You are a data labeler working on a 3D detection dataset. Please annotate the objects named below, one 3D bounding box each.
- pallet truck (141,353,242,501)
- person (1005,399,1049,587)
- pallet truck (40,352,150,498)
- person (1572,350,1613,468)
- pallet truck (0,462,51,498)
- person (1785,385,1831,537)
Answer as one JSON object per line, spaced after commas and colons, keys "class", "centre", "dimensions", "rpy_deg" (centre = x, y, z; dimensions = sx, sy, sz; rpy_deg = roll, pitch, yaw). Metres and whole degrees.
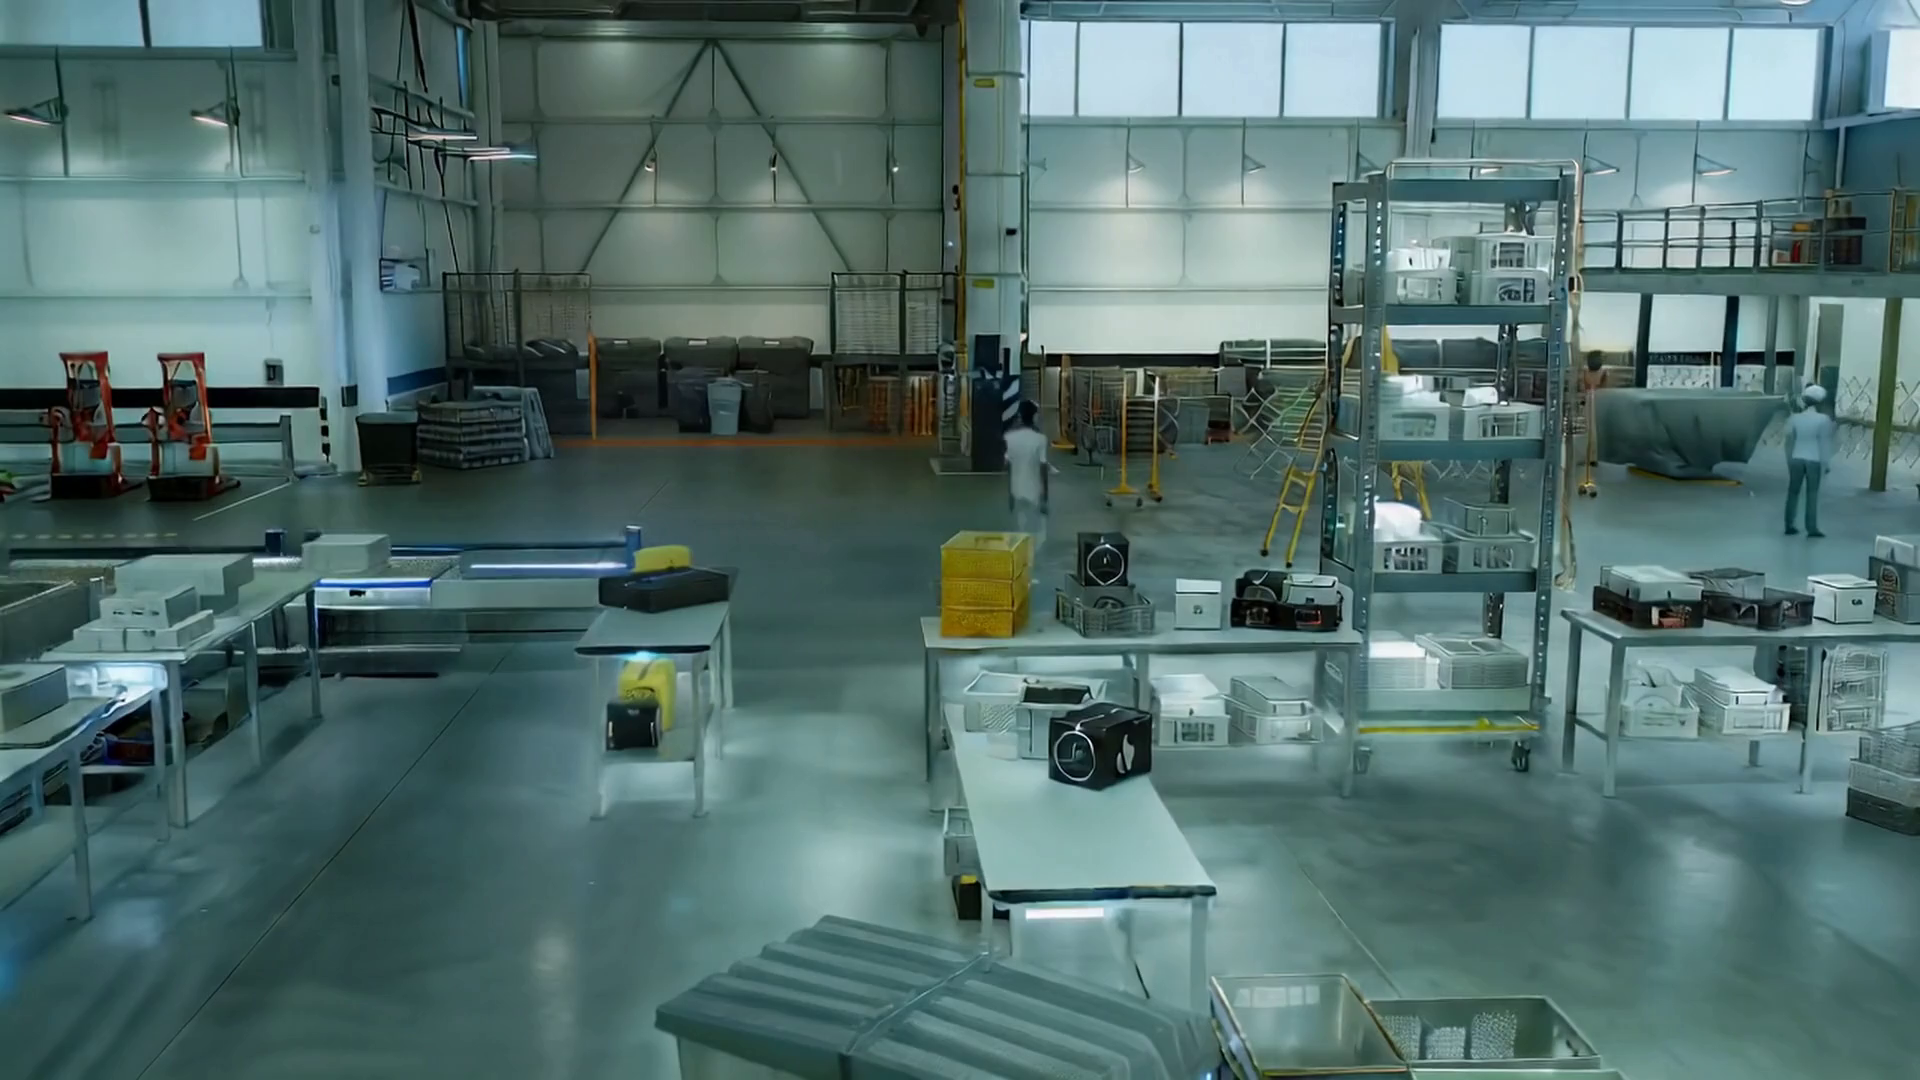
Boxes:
{"class": "pallet truck", "centre": [-10.520, -1.604, 22.925], "dimensions": [0.823, 1.965, 1.885], "rpy_deg": [-1, 9, -6]}
{"class": "person", "centre": [0.637, -0.434, 16.045], "dimensions": [0.511, 1.855, 0.448], "rpy_deg": [7, 11, 36]}
{"class": "pallet truck", "centre": [-11.907, -1.642, 23.165], "dimensions": [0.823, 1.965, 1.885], "rpy_deg": [0, 9, 0]}
{"class": "person", "centre": [9.940, -2.049, 26.147], "dimensions": [0.598, 1.866, 0.619], "rpy_deg": [8, 12, 41]}
{"class": "pallet truck", "centre": [-13.193, -1.293, 23.148], "dimensions": [0.653, 1.274, 1.630], "rpy_deg": [-1, 9, -4]}
{"class": "person", "centre": [9.860, -0.918, 19.338], "dimensions": [0.323, 1.769, 0.523], "rpy_deg": [-5, 10, -29]}
